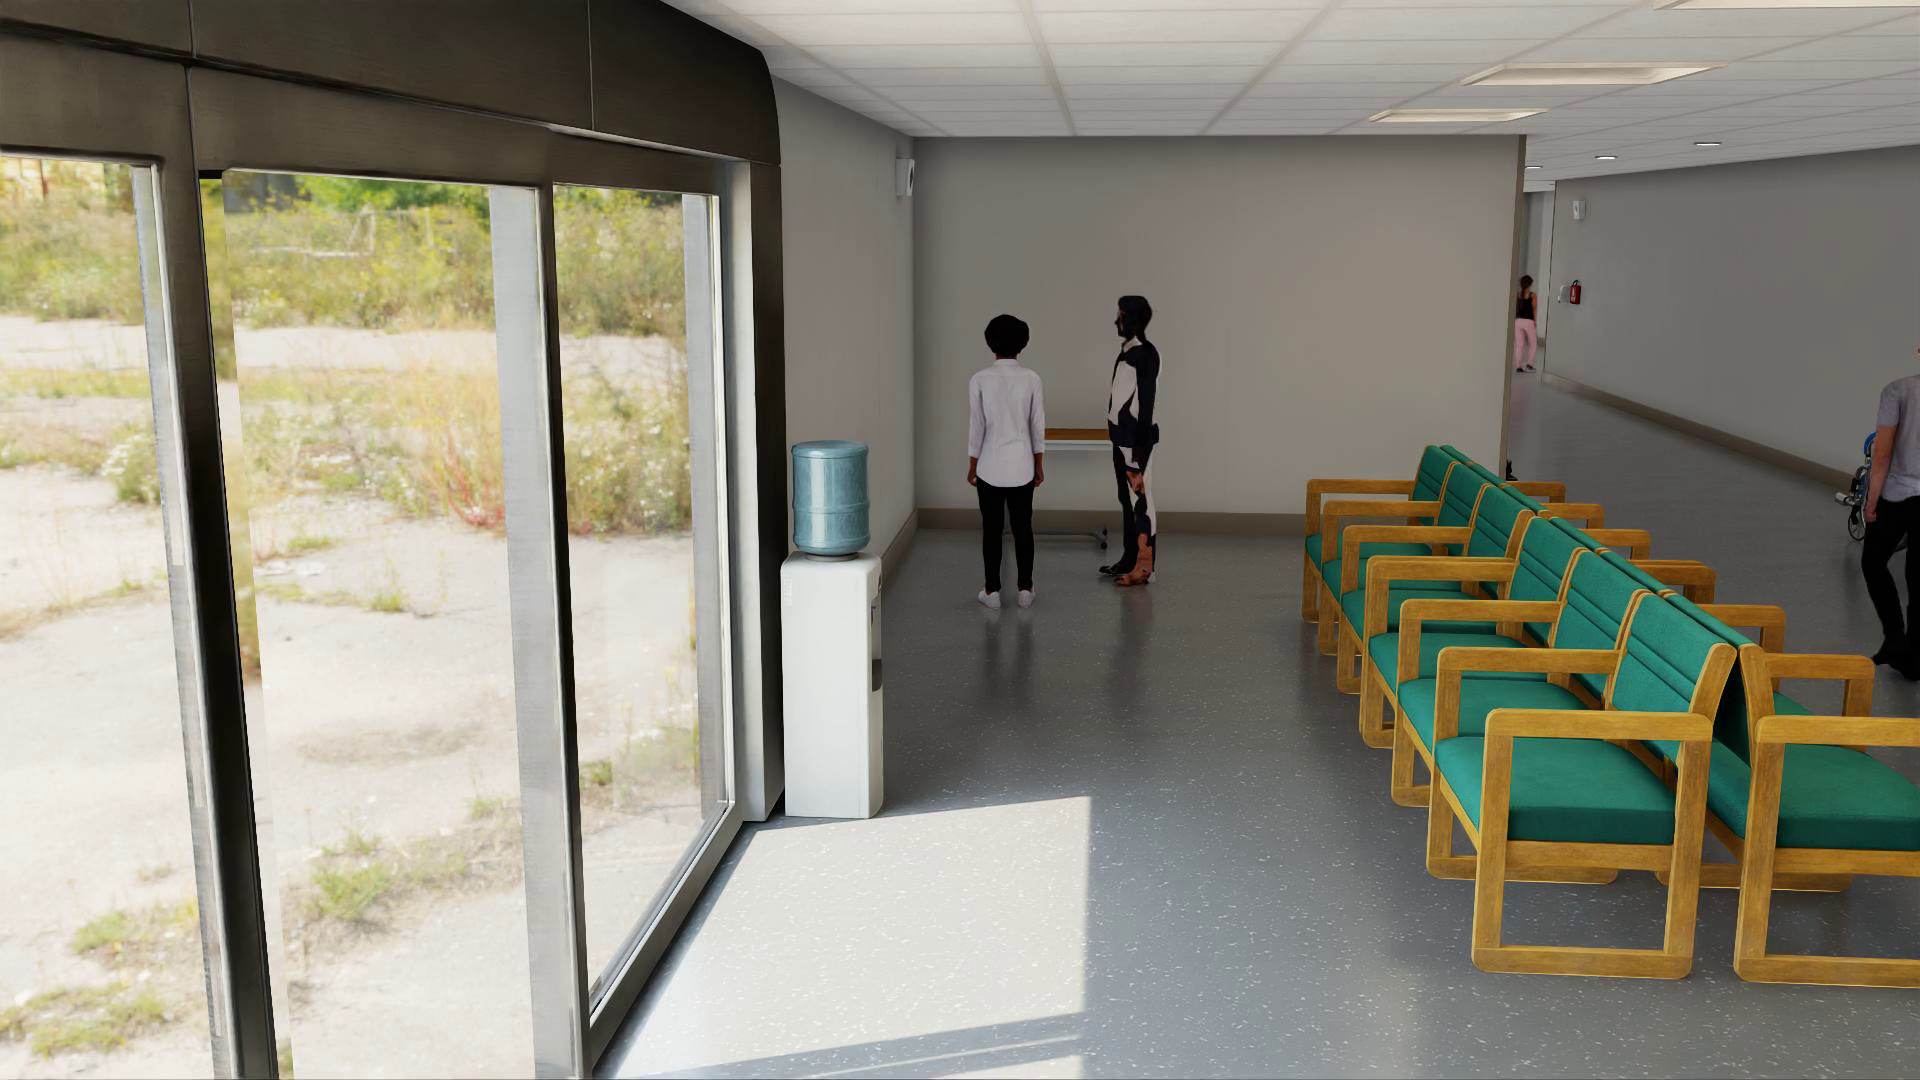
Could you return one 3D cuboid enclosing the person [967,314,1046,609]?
[{"bbox_3d":[0.283,-0.489,10.287,0.557,1.809,0.738,-1,11,-7],"label":"person"}]

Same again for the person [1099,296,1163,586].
[{"bbox_3d":[1.154,-0.665,10.993,0.689,1.891,0.741,-2,11,-11],"label":"person"}]

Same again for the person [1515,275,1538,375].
[{"bbox_3d":[8.914,-3.392,26.270,0.705,1.553,0.743,7,13,34],"label":"person"}]

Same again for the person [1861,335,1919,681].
[{"bbox_3d":[4.935,-0.178,8.534,0.596,1.850,0.764,2,11,9],"label":"person"}]
